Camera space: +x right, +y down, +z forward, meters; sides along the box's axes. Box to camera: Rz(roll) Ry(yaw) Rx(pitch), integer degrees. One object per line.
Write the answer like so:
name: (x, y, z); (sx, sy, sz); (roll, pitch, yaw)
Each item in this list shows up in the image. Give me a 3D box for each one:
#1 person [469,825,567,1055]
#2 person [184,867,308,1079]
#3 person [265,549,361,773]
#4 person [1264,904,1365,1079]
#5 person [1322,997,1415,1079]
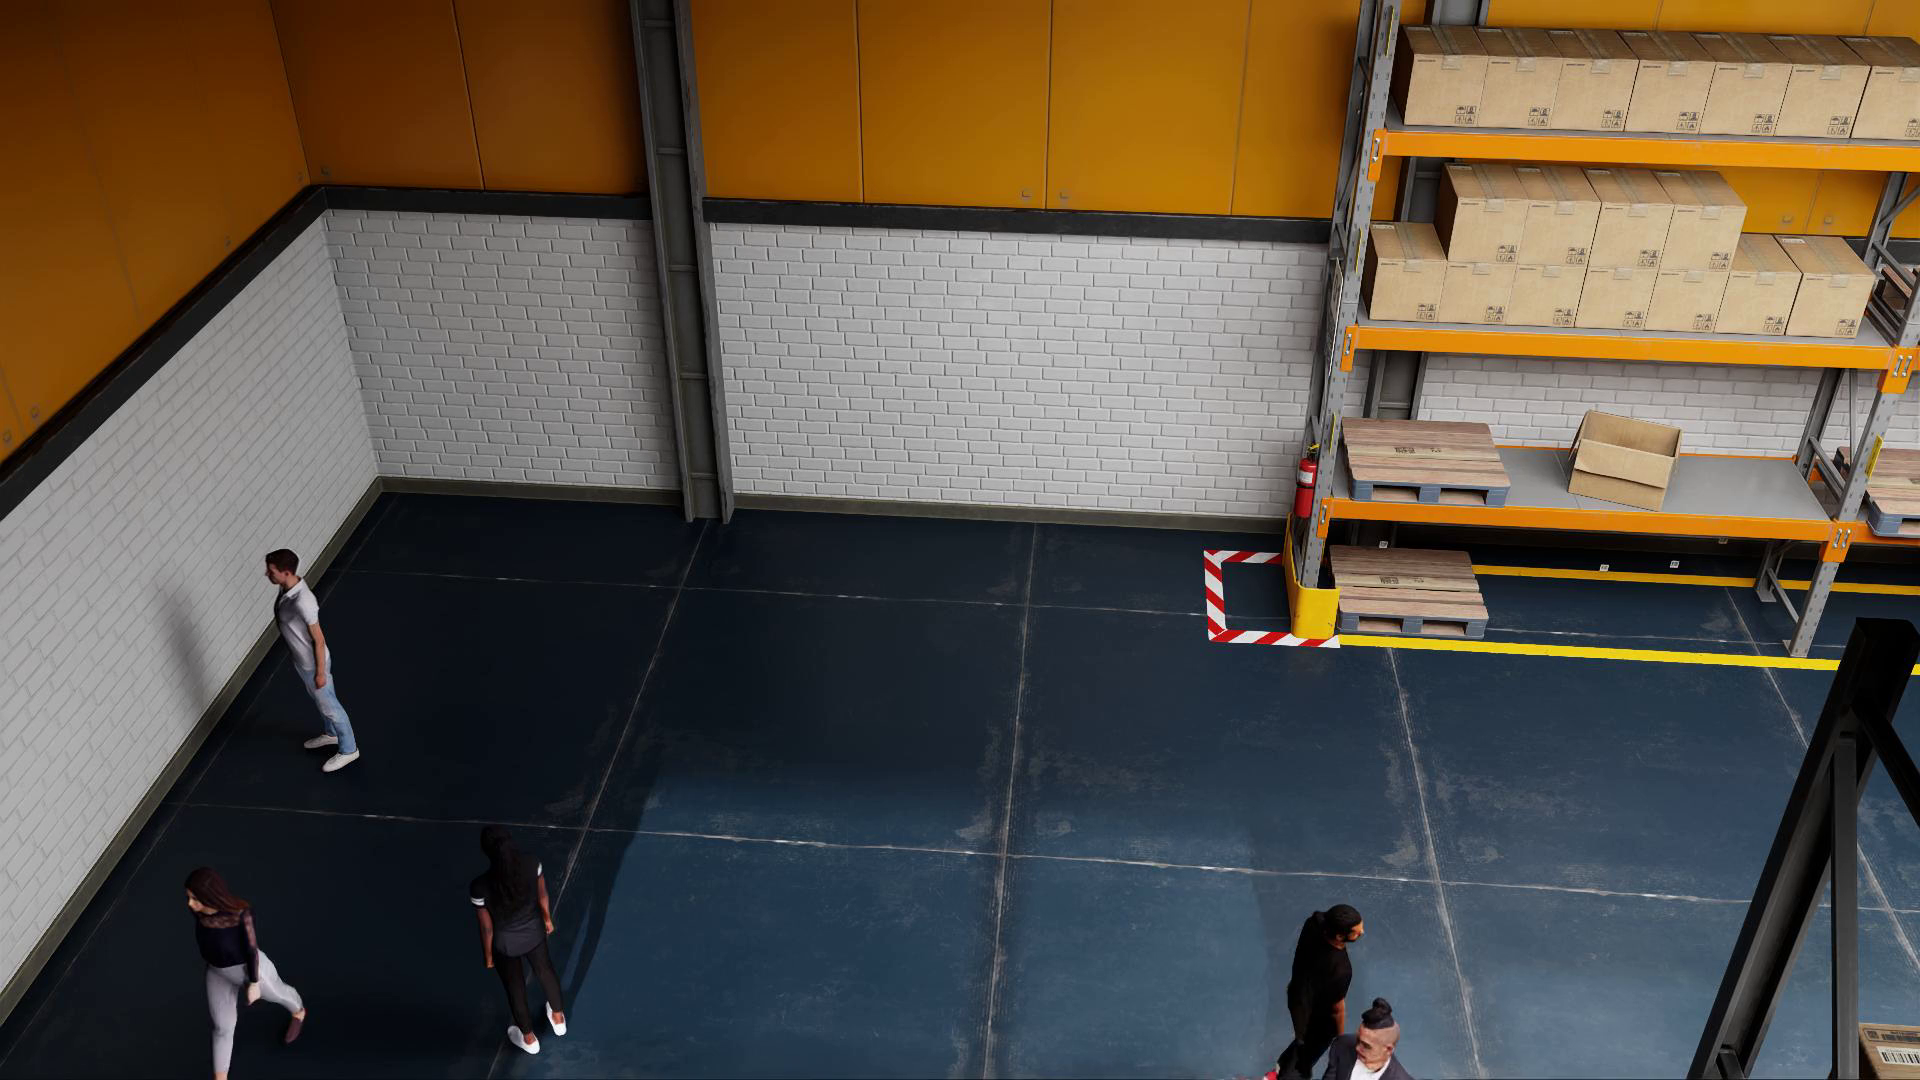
person: (-2.632, 2.356, 9.888); (0.698, 1.730, 0.749); (-27, 42, -34)
person: (-4.197, 2.510, 9.812); (1.065, 1.556, 0.817); (9, 35, 13)
person: (-4.705, 0.844, 12.053); (0.771, 1.851, 0.724); (-23, 40, -30)
person: (1.921, 2.671, 9.403); (0.698, 1.741, 0.731); (-6, 34, -9)
person: (2.156, 3.049, 8.664); (1.103, 1.931, 1.034); (-24, 41, -32)
